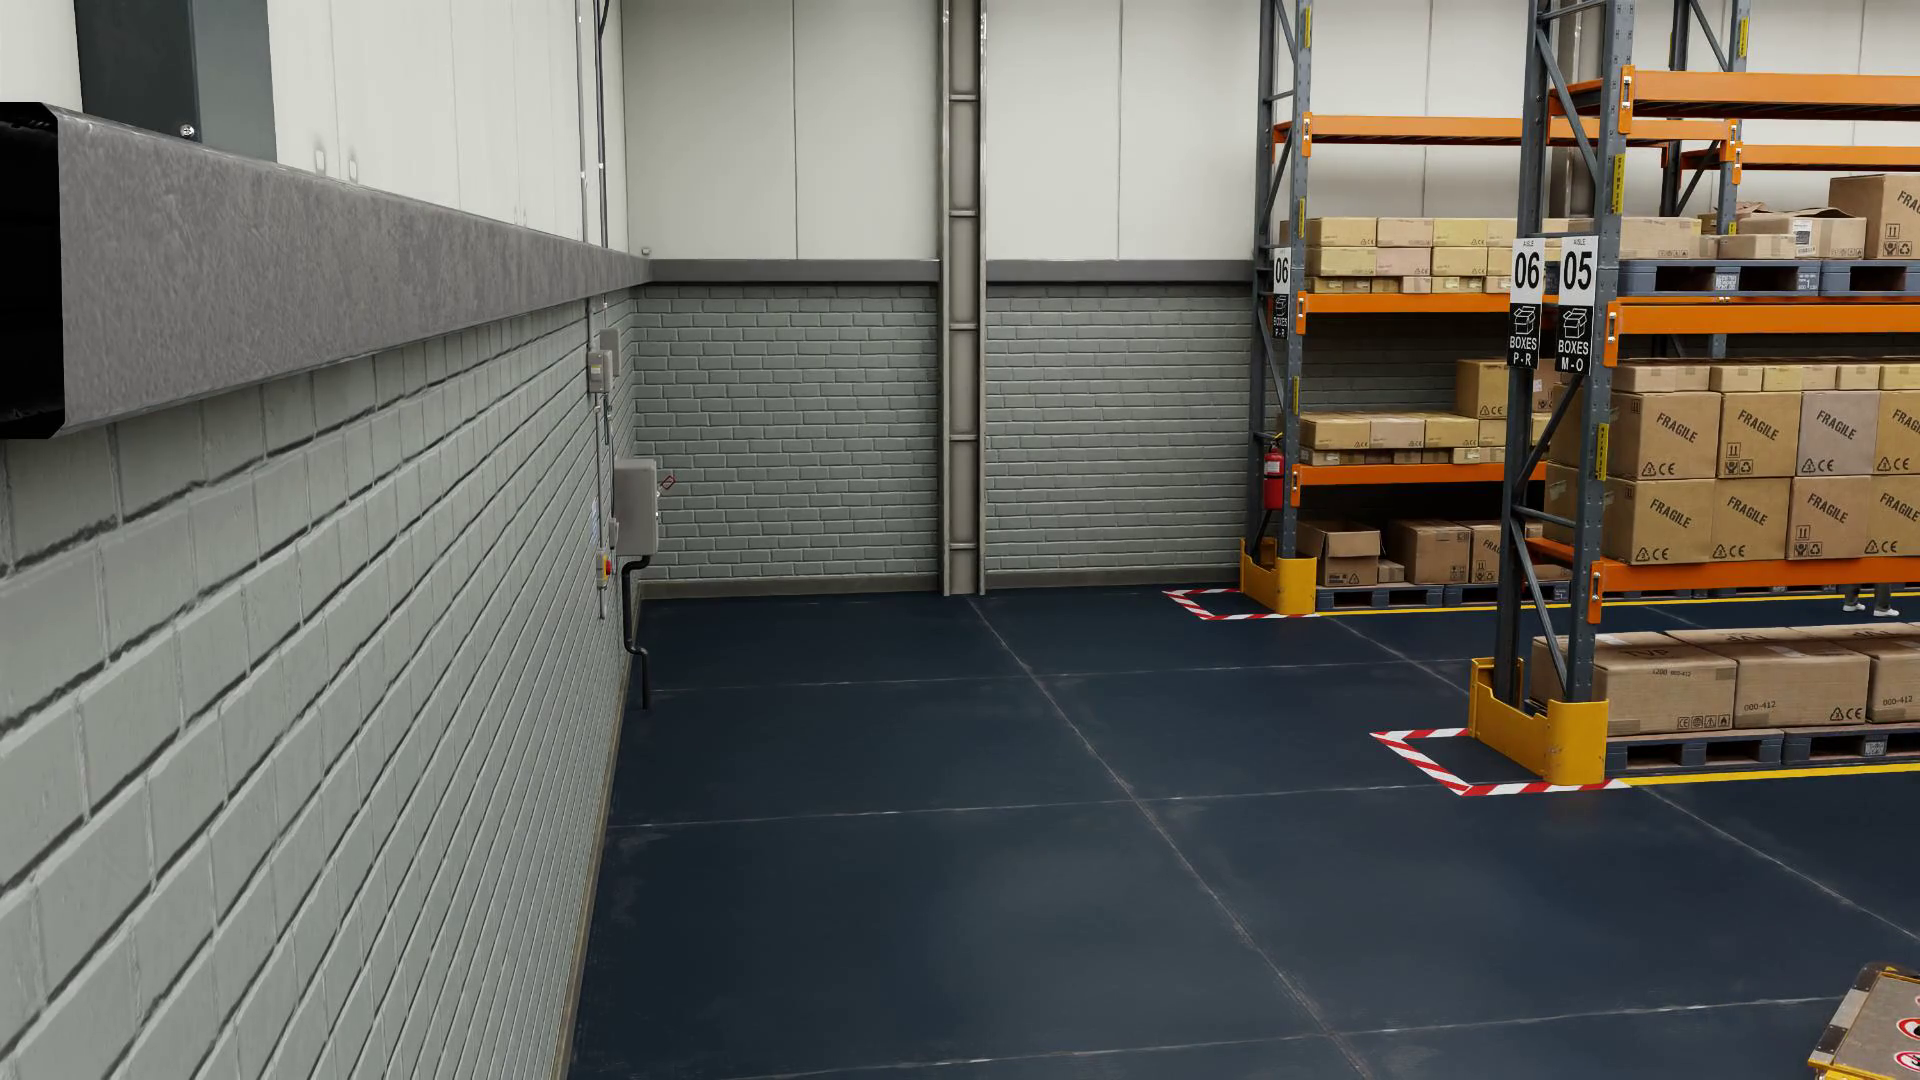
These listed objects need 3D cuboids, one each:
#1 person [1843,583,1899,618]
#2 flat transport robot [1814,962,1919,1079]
[{"bbox_3d":[8.077,-0.279,14.606,0.396,1.918,0.588,-6,11,-32],"label":"person"},{"bbox_3d":[3.550,1.921,6.091,0.652,0.197,1.431,7,12,37],"label":"flat transport robot"}]
